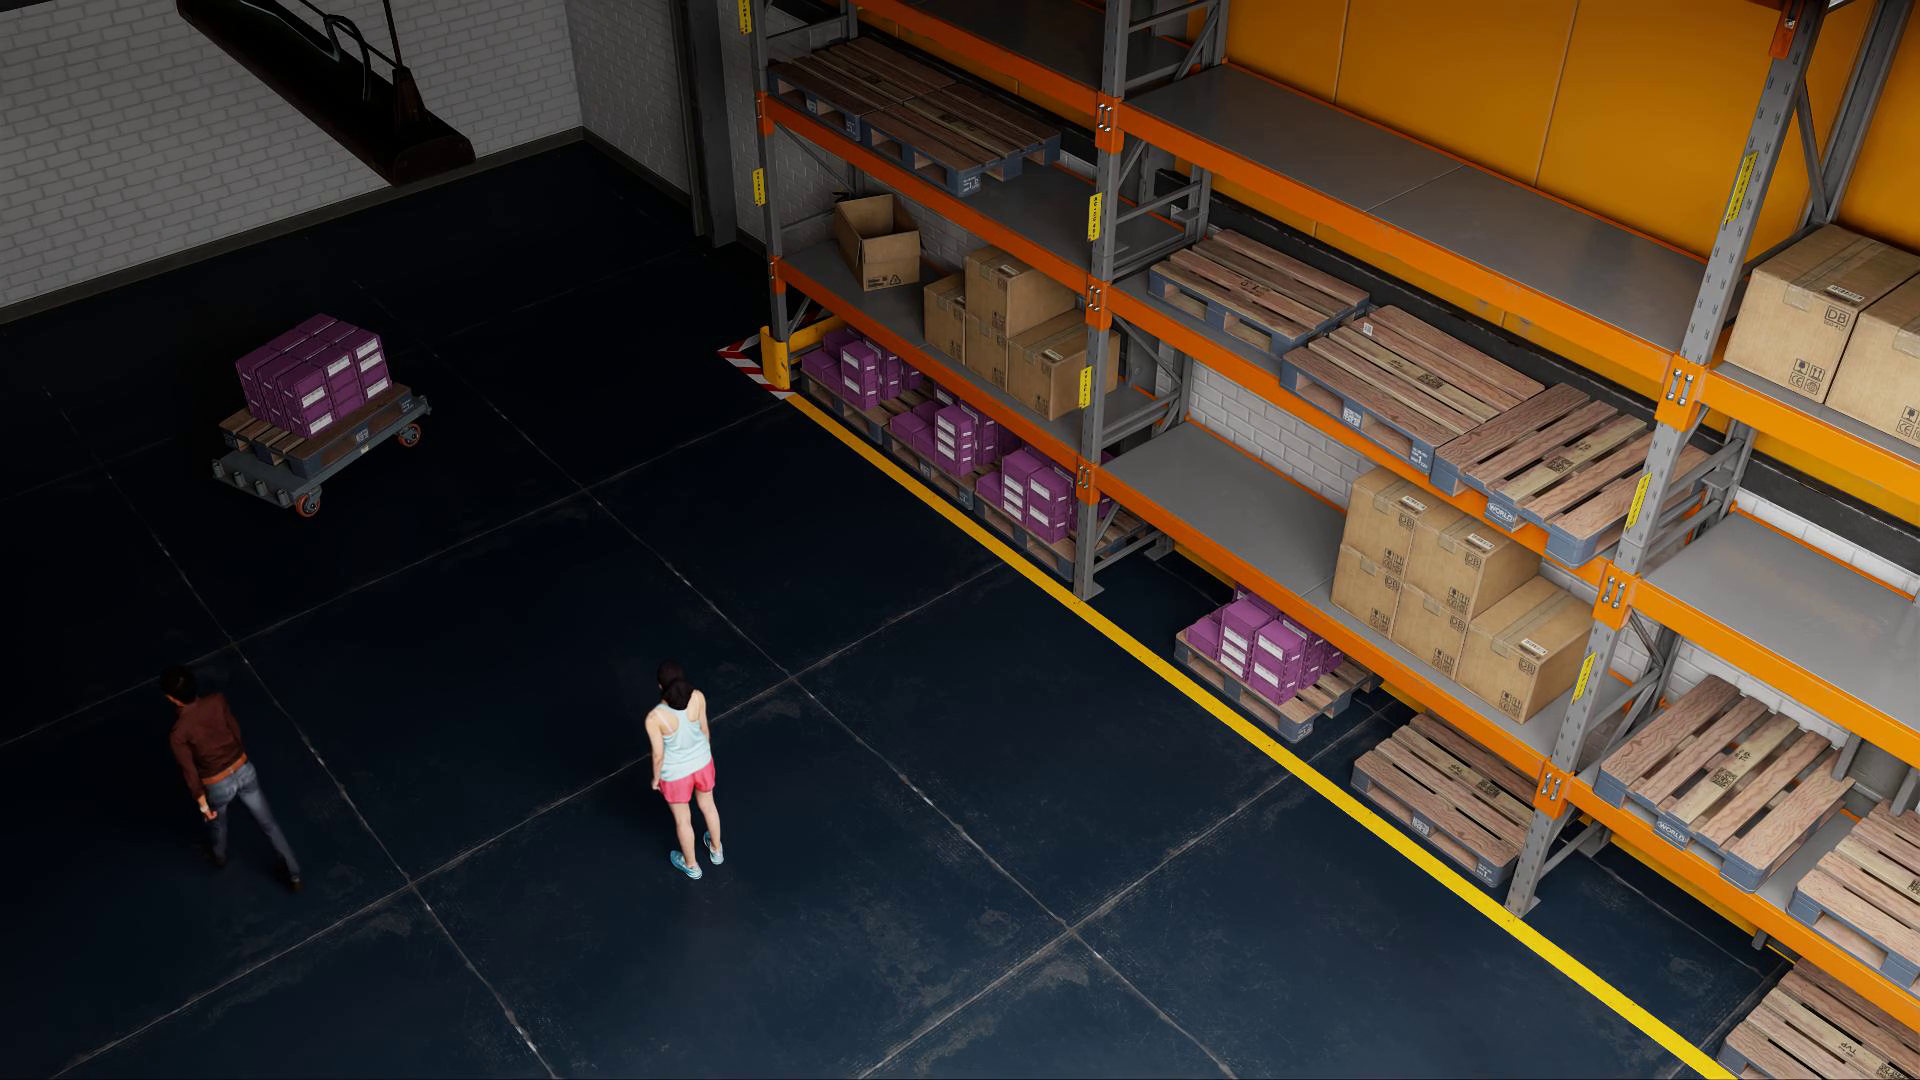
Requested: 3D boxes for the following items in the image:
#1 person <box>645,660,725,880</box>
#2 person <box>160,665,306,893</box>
[{"bbox_3d":[-1.704,1.407,10.299,0.590,1.764,0.580,-25,45,-28],"label":"person"},{"bbox_3d":[-4.431,1.512,10.197,1.154,1.726,0.883,21,43,24],"label":"person"}]
